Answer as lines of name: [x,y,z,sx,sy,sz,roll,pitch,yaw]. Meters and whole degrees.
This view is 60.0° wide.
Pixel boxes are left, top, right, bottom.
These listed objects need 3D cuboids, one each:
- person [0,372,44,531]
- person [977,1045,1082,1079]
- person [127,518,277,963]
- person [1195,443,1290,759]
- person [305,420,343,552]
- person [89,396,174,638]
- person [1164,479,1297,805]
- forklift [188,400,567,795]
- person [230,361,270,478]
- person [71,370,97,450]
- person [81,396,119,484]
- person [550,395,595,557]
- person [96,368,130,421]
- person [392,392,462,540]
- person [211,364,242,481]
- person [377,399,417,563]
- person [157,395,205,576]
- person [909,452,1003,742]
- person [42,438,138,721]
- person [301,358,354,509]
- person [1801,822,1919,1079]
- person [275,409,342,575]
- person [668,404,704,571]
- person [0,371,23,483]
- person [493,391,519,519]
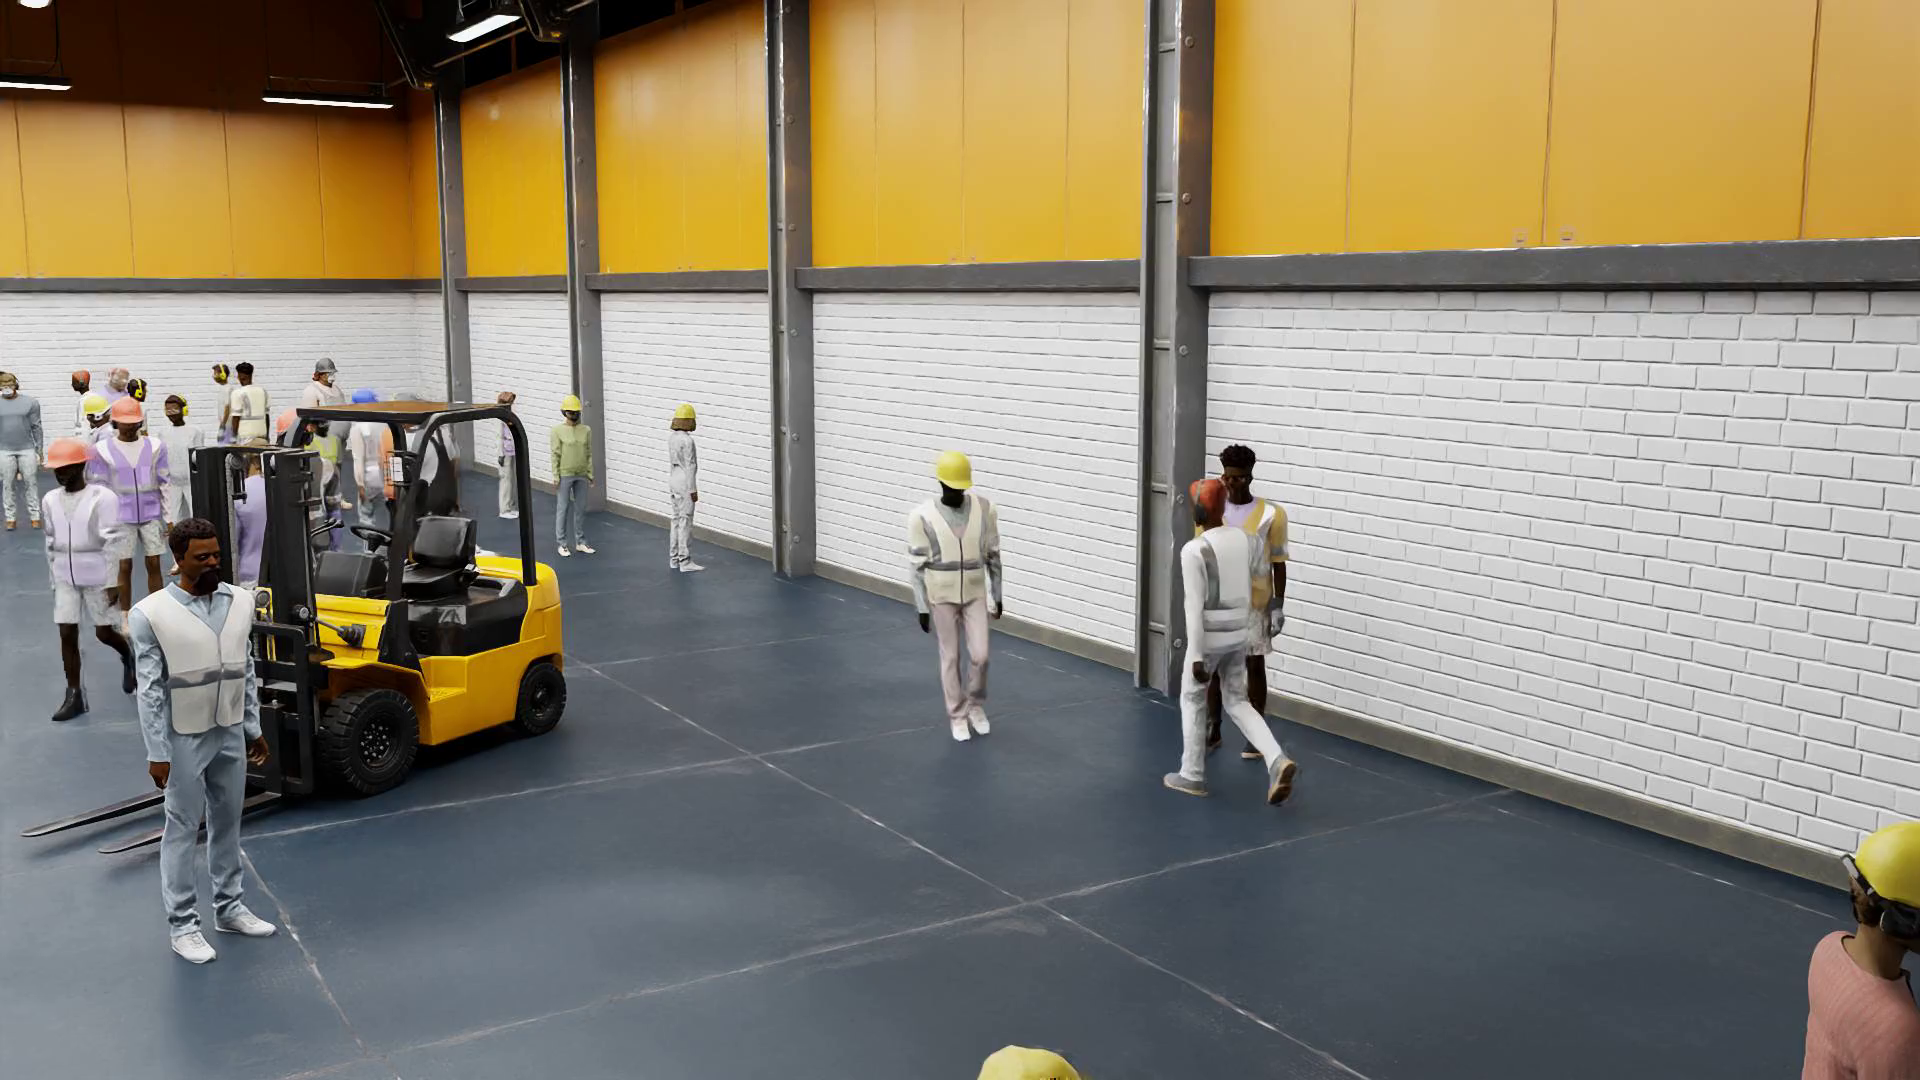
person: [-11.502,-1.073,20.237,0.636,1.928,0.384,-5,10,-30]
person: [0.159,1.655,2.551,0.348,1.722,0.632,-8,11,-42]
person: [-3.312,0.850,7.281,0.391,1.920,0.593,4,9,25]
person: [1.723,0.374,10.329,0.613,1.963,0.362,4,9,25]
person: [-6.782,-0.582,17.729,0.376,1.681,0.539,5,10,29]
person: [-6.913,-0.188,13.927,0.611,2.030,0.410,-7,11,-38]
person: [1.509,0.580,9.341,0.600,1.859,0.817,-6,11,-36]
forklift: [-3.529,0.258,10.348,1.214,2.155,2.313,4,9,25]
person: [-9.664,-1.451,22.666,0.373,1.956,0.615,3,9,22]
person: [-11.430,-1.288,21.830,0.359,1.880,0.576,-3,9,-17]
person: [-8.908,-0.592,17.330,0.403,1.822,0.589,-4,9,-24]
person: [-4.256,-0.709,18.303,0.308,1.769,0.525,8,11,43]
person: [-11.389,-1.394,22.572,0.782,1.866,0.723,2,9,13]
person: [-4.930,-0.368,15.087,0.831,2.000,0.714,2,9,13]
person: [-10.782,-1.655,24.386,0.360,1.860,0.567,-5,10,-32]
person: [-5.339,-0.450,16.015,0.588,1.928,0.384,6,10,35]
person: [-7.919,-0.555,16.964,0.511,1.862,0.324,1,8,5]
person: [-0.011,0.369,10.622,0.625,1.886,0.483,-2,9,-12]
person: [-5.989,0.237,11.442,0.552,1.914,0.763,0,8,2]
person: [-8.316,-1.395,22.004,0.537,2.000,0.682,2,9,15]
person: [2.008,1.467,3.681,0.344,1.756,0.532,2,9,13]
person: [-4.895,0.047,12.333,0.607,2.036,0.409,-7,11,-38]
person: [-2.859,-0.547,17.329,0.320,1.737,0.487,-5,10,-32]
person: [-14.568,-1.722,25.364,0.541,1.696,0.316,-7,11,-38]
person: [-5.794,-1.087,21.307,0.324,1.634,0.524,1,9,7]
